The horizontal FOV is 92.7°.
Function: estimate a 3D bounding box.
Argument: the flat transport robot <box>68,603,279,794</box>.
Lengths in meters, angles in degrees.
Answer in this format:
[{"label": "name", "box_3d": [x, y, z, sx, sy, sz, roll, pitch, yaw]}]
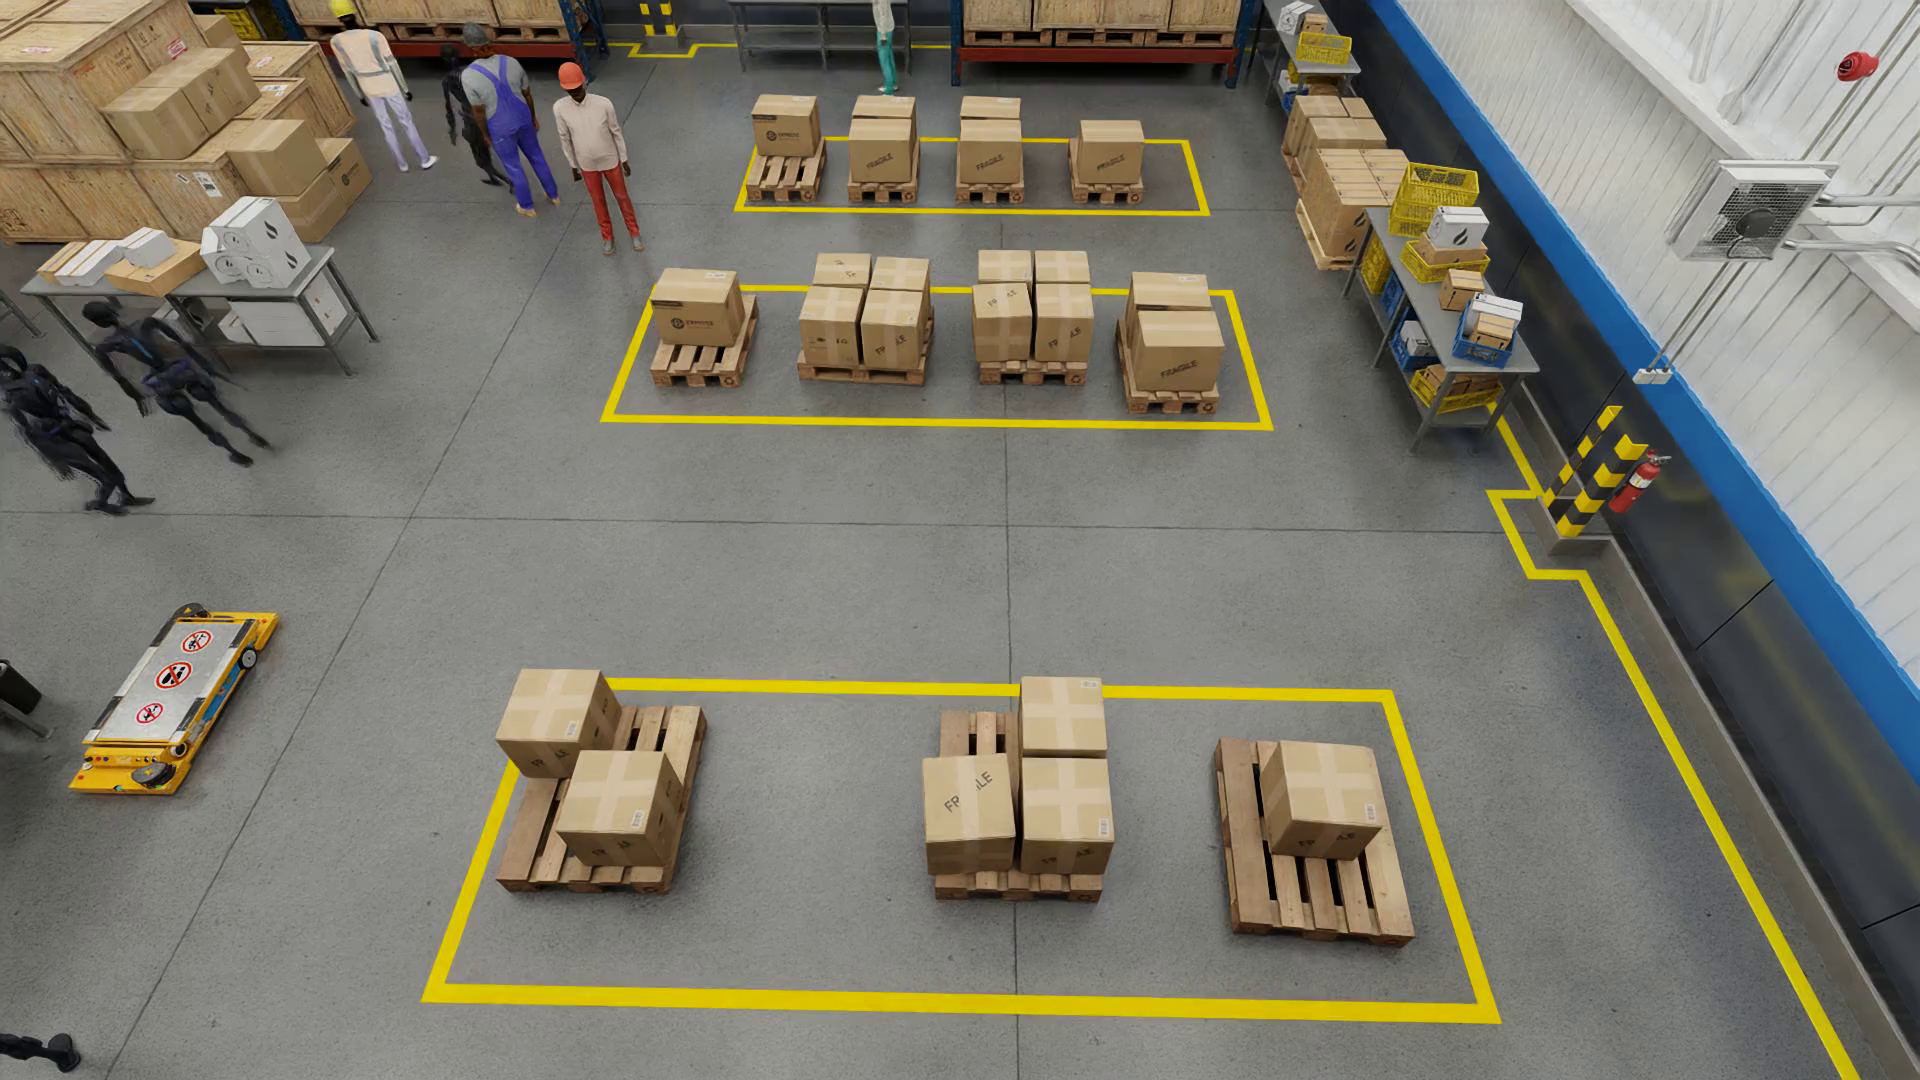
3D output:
[{"label": "flat transport robot", "box_3d": [-5.504, 1.072, 6.442, 0.652, 0.197, 1.431, 1, 50, 1]}]

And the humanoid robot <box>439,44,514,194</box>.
[{"label": "humanoid robot", "box_3d": [-5.578, -4.794, 10.505, 0.577, 1.640, 0.606, 9, 50, 8]}]

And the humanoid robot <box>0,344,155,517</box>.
[{"label": "humanoid robot", "box_3d": [-6.929, -0.798, 7.114, 0.366, 1.653, 0.637, -8, 50, -7]}]

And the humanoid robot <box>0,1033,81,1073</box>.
[{"label": "humanoid robot", "box_3d": [-5.066, 2.423, 4.384, 0.330, 1.657, 0.601, 19, 52, 16]}]

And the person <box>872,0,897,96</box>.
[{"label": "person", "box_3d": [-1.036, -6.769, 12.120, 0.339, 1.757, 0.539, 0, 50, 0]}]

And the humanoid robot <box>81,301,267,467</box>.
[{"label": "humanoid robot", "box_3d": [-6.451, -1.272, 7.535, 0.494, 1.631, 0.637, 29, 56, 22]}]

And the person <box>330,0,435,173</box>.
[{"label": "person", "box_3d": [-6.833, -5.337, 10.808, 0.588, 1.914, 0.421, -15, 51, -13]}]

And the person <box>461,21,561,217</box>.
[{"label": "person", "box_3d": [-5.017, -4.625, 10.121, 0.537, 2.000, 0.687, 34, 58, 25]}]

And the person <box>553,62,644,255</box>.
[{"label": "person", "box_3d": [-3.781, -3.956, 9.584, 0.621, 1.993, 0.379, -10, 51, -9]}]
